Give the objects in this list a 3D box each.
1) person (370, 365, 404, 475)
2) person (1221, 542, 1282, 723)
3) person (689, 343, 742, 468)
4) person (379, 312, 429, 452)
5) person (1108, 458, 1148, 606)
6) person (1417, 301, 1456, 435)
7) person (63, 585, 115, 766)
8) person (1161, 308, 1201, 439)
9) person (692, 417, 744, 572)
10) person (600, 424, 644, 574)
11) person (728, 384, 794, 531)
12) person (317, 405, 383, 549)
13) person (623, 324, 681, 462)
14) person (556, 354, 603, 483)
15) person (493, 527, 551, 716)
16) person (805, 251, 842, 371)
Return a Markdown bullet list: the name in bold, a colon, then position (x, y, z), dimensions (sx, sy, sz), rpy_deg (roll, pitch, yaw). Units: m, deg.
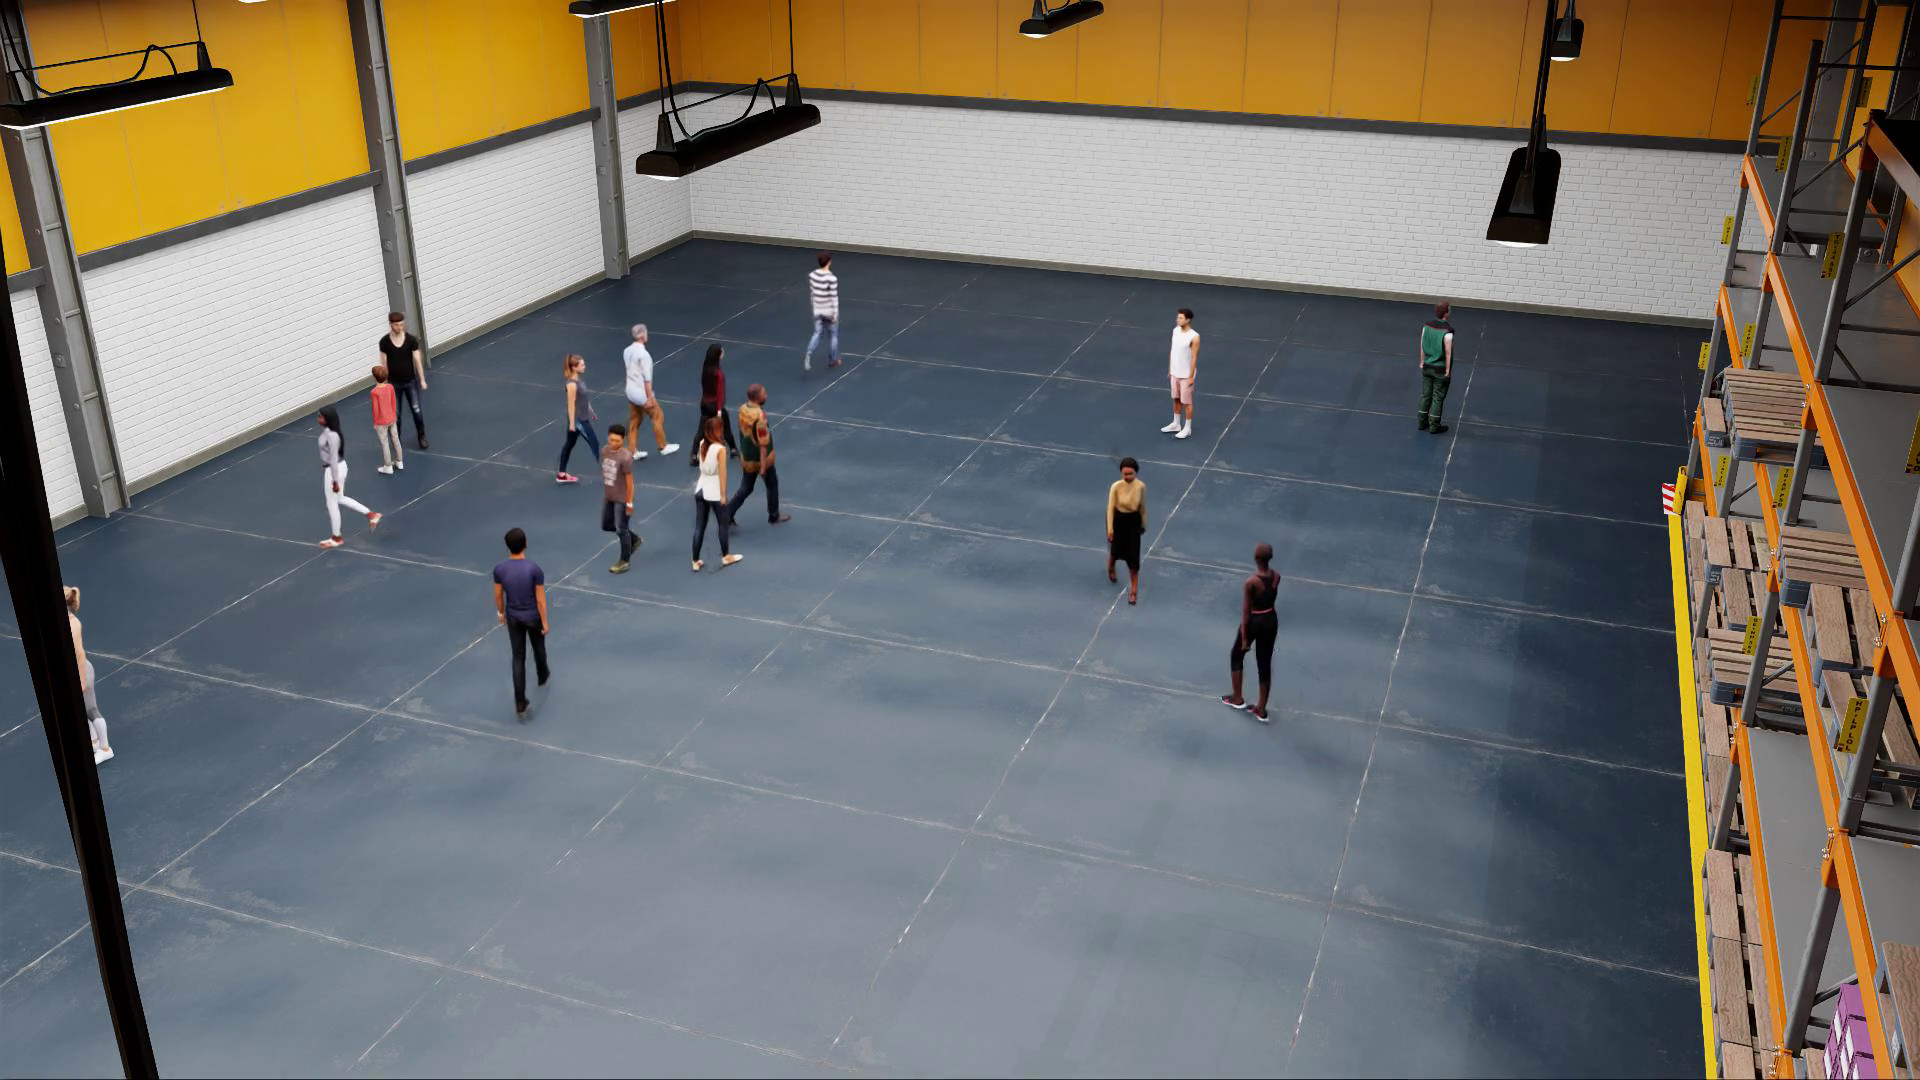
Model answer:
- **person**: position (-7.366, -1.558, 21.329), dimensions (0.615, 1.417, 0.485), rpy_deg (14, 27, 28)
- **person**: position (2.825, 0.878, 15.353), dimensions (0.818, 1.740, 0.879), rpy_deg (-11, 26, -24)
- **person**: position (-3.244, -1.676, 21.364), dimensions (0.947, 1.606, 1.177), rpy_deg (22, 32, 40)
- **person**: position (-7.384, -2.118, 22.032), dimensions (0.798, 1.879, 0.826), rpy_deg (-6, 24, -13)
- **person**: position (1.764, -0.150, 17.867), dimensions (0.926, 1.609, 1.148), rpy_deg (-5, 24, -11)
- **person**: position (6.497, -2.368, 22.650), dimensions (0.774, 1.843, 0.749), rpy_deg (-16, 29, -33)
- **person**: position (-7.807, 1.175, 14.718), dimensions (0.634, 1.704, 0.651), rpy_deg (19, 30, 36)
- **person**: position (3.037, -2.275, 22.506), dimensions (0.780, 1.788, 0.738), rpy_deg (-13, 27, -27)
- **person**: position (-2.820, -0.490, 18.456), dimensions (0.753, 1.761, 0.911), rpy_deg (15, 28, 31)
- **person**: position (-3.708, -0.491, 18.468), dimensions (0.784, 1.753, 0.853), rpy_deg (20, 30, 38)
- **person**: position (-2.461, -0.948, 19.483), dimensions (1.238, 1.778, 1.065), rpy_deg (-17, 29, -34)
- **person**: position (-7.094, -0.746, 19.106), dimensions (1.010, 1.710, 0.996), rpy_deg (-8, 25, -17)
- **person**: position (-4.204, -1.877, 21.578), dimensions (0.905, 1.802, 1.038), rpy_deg (21, 31, 39)
- **person**: position (-4.878, -1.483, 20.829), dimensions (0.996, 1.680, 1.117), rpy_deg (-4, 24, -9)
- **person**: position (-4.107, 0.787, 15.550), dimensions (0.948, 1.749, 1.229), rpy_deg (-1, 24, -1)
- **person**: position (-2.096, -3.414, 25.058), dimensions (0.707, 1.830, 1.006), rpy_deg (11, 26, 24)
